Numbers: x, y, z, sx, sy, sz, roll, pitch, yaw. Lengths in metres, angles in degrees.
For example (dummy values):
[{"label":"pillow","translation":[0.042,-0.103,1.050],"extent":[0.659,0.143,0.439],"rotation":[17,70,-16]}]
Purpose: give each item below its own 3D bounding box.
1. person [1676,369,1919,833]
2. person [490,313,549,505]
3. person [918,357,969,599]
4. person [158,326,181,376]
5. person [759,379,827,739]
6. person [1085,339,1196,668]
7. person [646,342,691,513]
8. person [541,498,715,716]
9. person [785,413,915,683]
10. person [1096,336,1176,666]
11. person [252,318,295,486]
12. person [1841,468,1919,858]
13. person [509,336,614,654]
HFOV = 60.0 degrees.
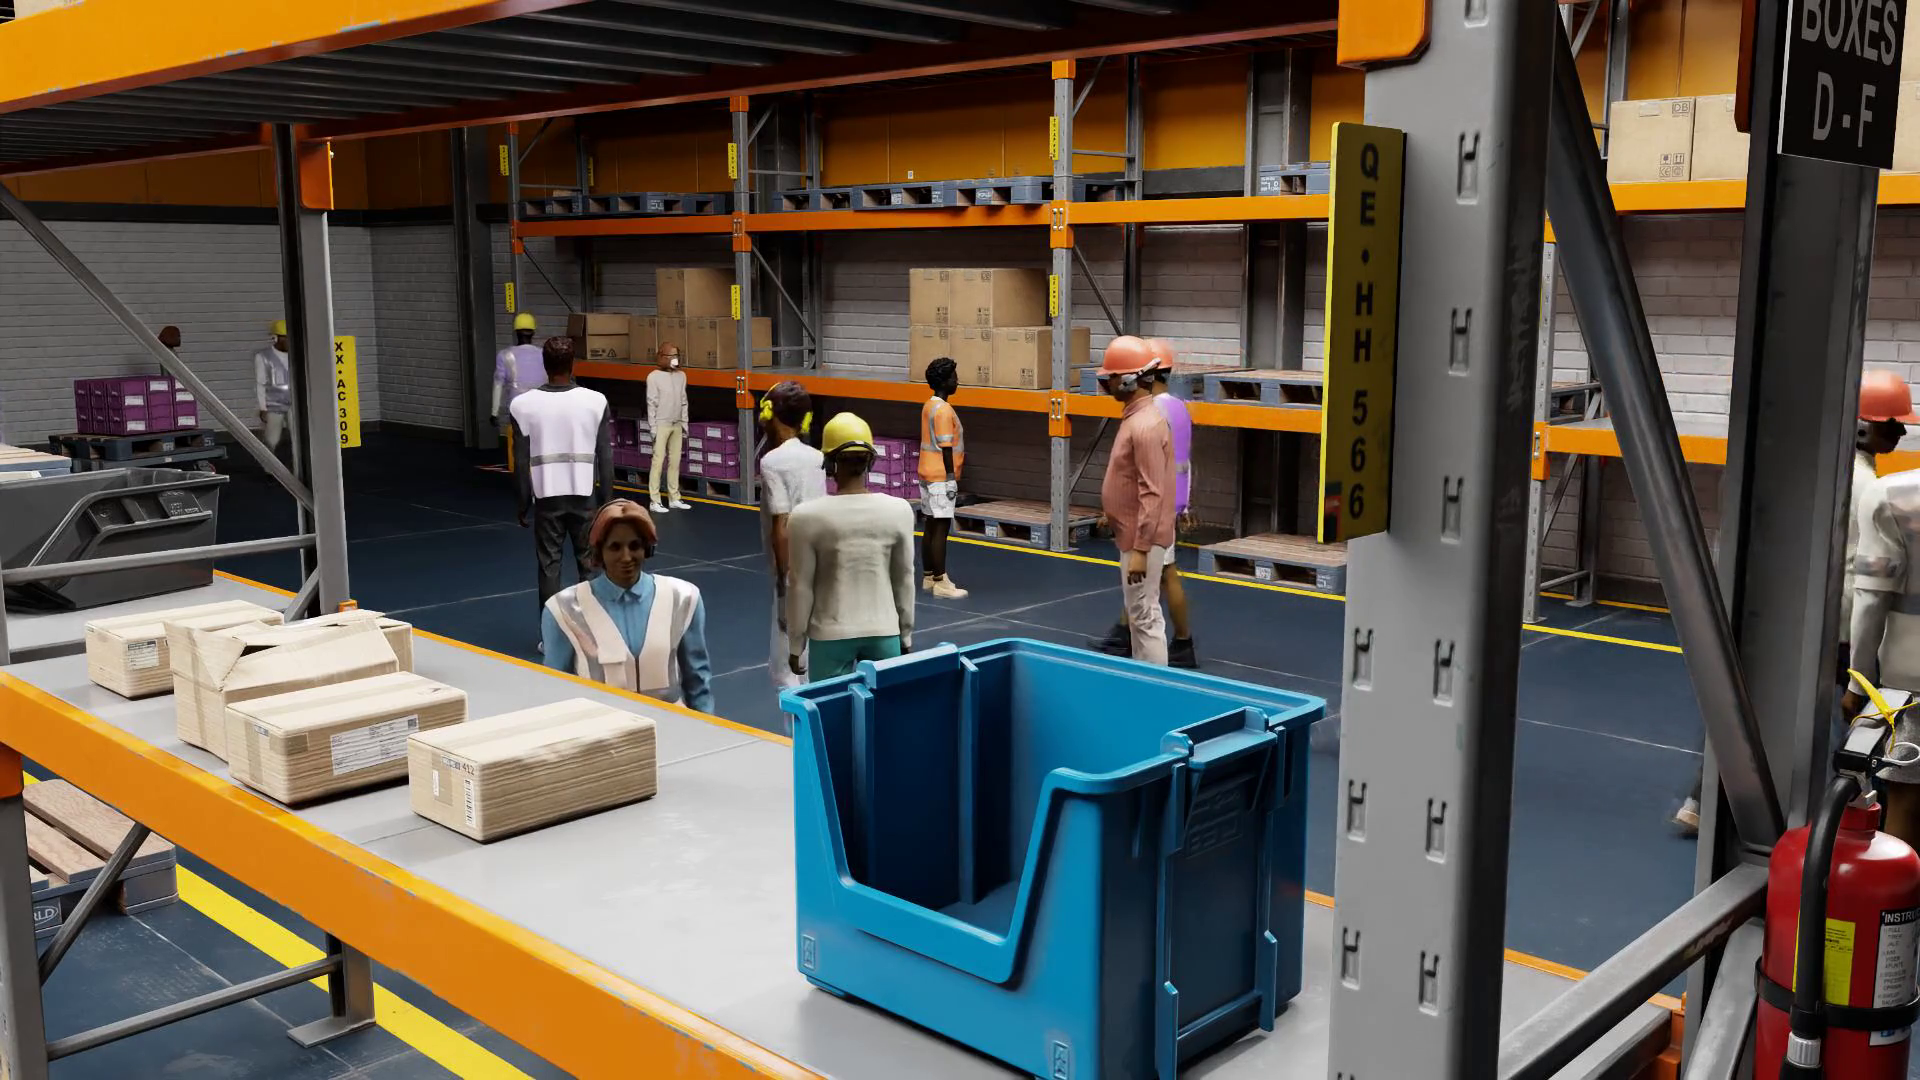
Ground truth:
[{"label":"person","translation":[3.393,0.295,6.541],"extent":[1.028,1.939,0.657],"rotation":[1,9,7]},{"label":"person","translation":[-4.317,-1.303,16.510],"extent":[0.608,1.872,0.992],"rotation":[-6,11,-34]},{"label":"person","translation":[-0.129,-0.436,11.741],"extent":[0.318,1.696,0.532],"rotation":[-3,10,-15]},{"label":"person","translation":[-9.547,-1.777,20.181],"extent":[0.266,1.628,0.501],"rotation":[-6,11,-35]},{"label":"person","translation":[-0.732,0.219,7.327],"extent":[0.452,1.829,0.640],"rotation":[3,10,20]},{"label":"person","translation":[1.032,-0.210,9.703],"extent":[0.840,1.902,0.547],"rotation":[4,10,23]},{"label":"person","translation":[-2.790,-1.076,15.886],"extent":[0.284,1.627,0.493],"rotation":[6,11,35]},{"label":"person","translation":[-1.017,0.678,5.119],"extent":[0.519,1.632,0.313],"rotation":[-4,10,-26]},{"label":"person","translation":[-0.431,0.380,6.554],"extent":[0.528,1.759,0.343],"rotation":[-4,10,-22]},{"label":"person","translation":[0.862,-0.010,8.232],"extent":[0.399,1.987,0.612],"rotation":[0,9,2]},{"label":"person","translation":[-7.155,-1.436,17.538],"extent":[0.592,1.807,0.832],"rotation":[-8,12,-42]},{"label":"person","translation":[3.176,0.433,5.361],"extent":[0.610,2.040,0.394],"rotation":[3,10,16]},{"label":"person","translation":[-2.363,-0.253,9.937],"extent":[0.593,1.920,0.392],"rotation":[-2,10,-15]}]
